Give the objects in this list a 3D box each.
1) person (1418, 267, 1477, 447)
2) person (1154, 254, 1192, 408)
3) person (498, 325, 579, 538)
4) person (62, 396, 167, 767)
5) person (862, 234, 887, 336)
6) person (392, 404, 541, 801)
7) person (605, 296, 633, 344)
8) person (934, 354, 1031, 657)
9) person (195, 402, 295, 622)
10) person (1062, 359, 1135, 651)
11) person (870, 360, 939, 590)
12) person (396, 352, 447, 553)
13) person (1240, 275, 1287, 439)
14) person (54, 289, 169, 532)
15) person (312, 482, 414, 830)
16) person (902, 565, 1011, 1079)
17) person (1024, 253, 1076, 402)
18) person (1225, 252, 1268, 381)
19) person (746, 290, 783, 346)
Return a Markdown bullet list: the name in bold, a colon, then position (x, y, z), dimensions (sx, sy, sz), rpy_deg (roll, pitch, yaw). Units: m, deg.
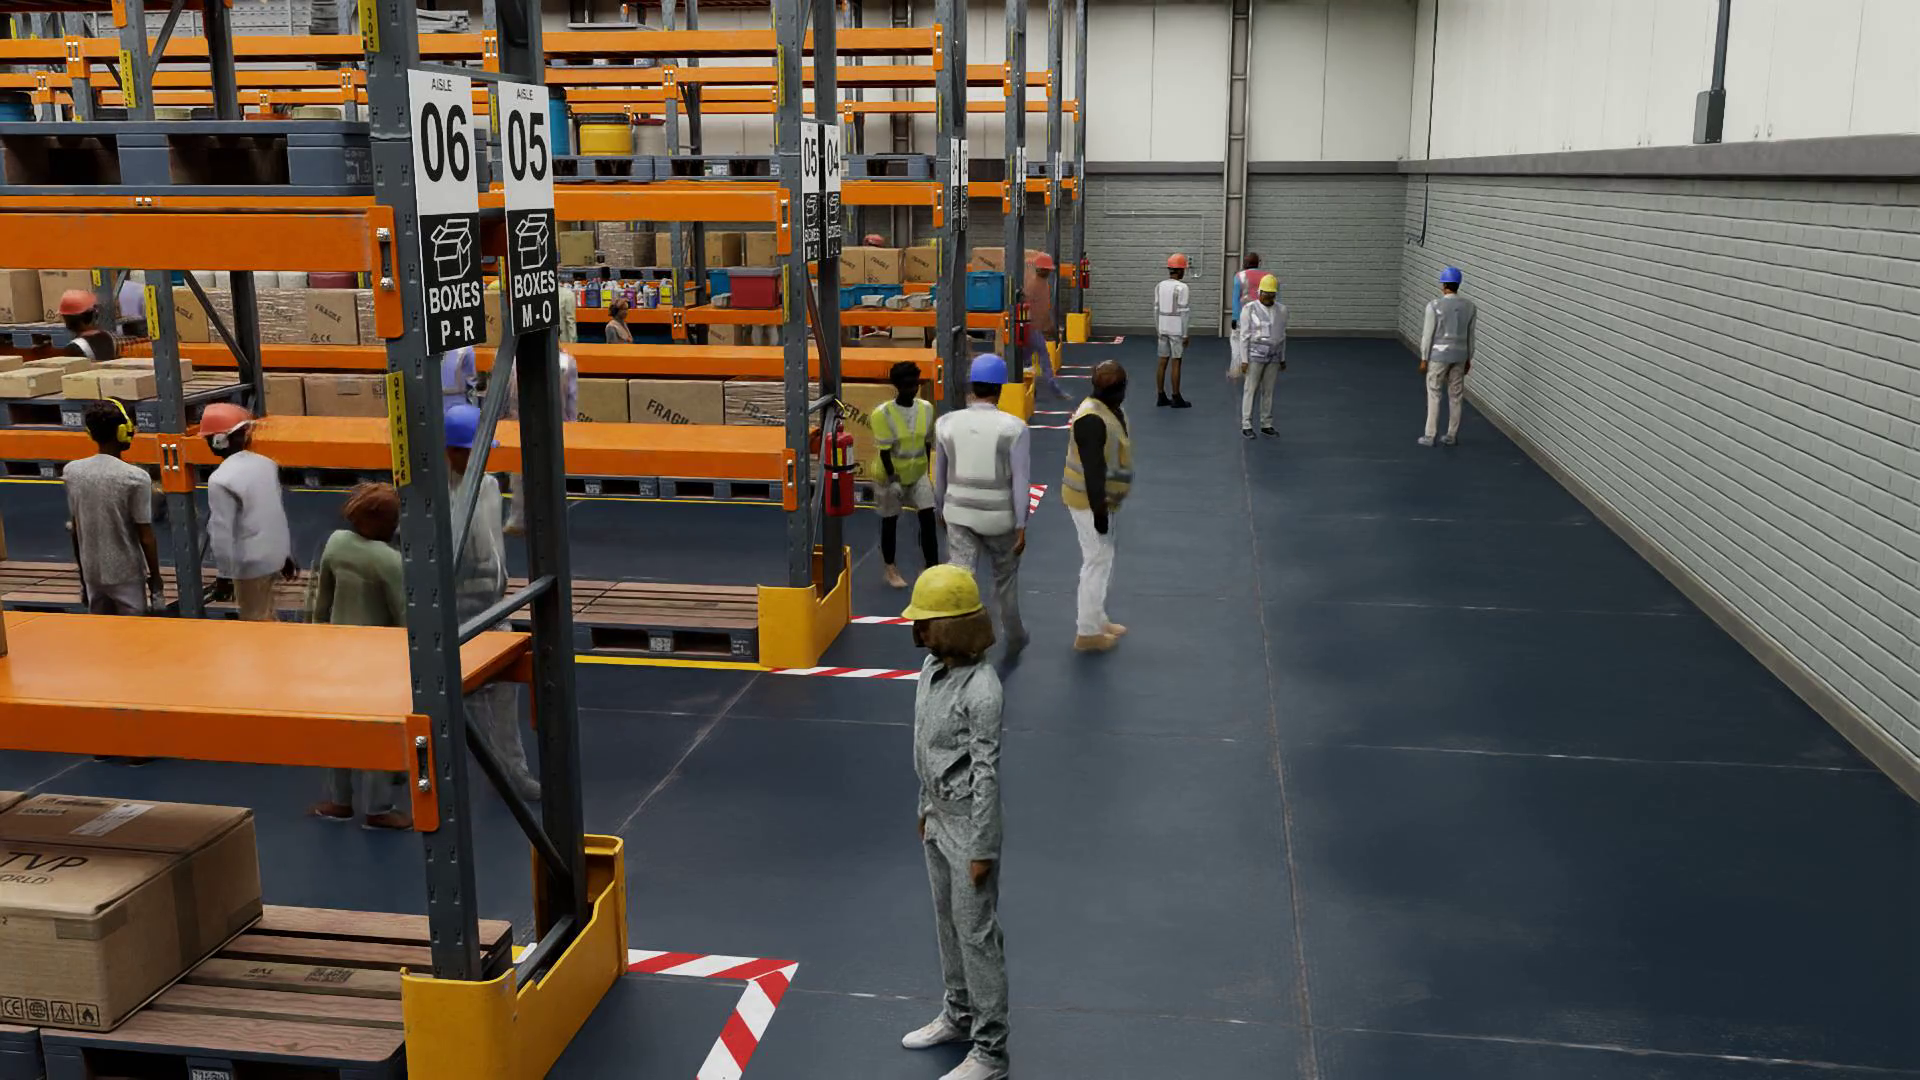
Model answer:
- **person**: position (5.286, -1.979, 18.050), dimensions (0.615, 1.944, 0.409), rpy_deg (-3, 13, -14)
- **person**: position (2.704, -2.639, 21.040), dimensions (0.385, 1.928, 0.547), rpy_deg (-9, 16, -37)
- **person**: position (-3.457, -0.882, 13.421), dimensions (0.775, 1.815, 0.432), rpy_deg (-3, 13, -12)
- **person**: position (-4.209, 0.214, 8.335), dimensions (0.498, 1.861, 0.332), rpy_deg (3, 13, 12)
- **person**: position (-1.356, -3.834, 26.328), dimensions (0.634, 1.982, 0.423), rpy_deg (-2, 13, -11)
- **person**: position (-2.390, 0.305, 7.788), dimensions (0.833, 1.919, 0.613), rpy_deg (3, 13, 15)
- **person**: position (-3.657, -1.792, 17.876), dimensions (0.311, 1.639, 0.514), rpy_deg (0, 12, 1)
- **person**: position (0.153, -0.154, 9.877), dimensions (0.630, 1.893, 0.971), rpy_deg (4, 13, 17)
- **person**: position (-3.895, 0.110, 9.084), dimensions (0.424, 1.730, 0.570), rpy_deg (1, 13, 3)
- **person**: position (0.880, -0.238, 10.478), dimensions (0.443, 1.819, 0.661), rpy_deg (4, 13, 17)
- **person**: position (-0.350, -0.420, 11.600), dimensions (0.526, 1.661, 0.745), rpy_deg (-7, 14, -29)
- **person**: position (-4.161, -0.752, 12.814), dimensions (0.532, 1.798, 0.548), rpy_deg (-4, 13, -16)
- **person**: position (3.405, -2.048, 18.599), dimensions (0.592, 1.828, 0.404), rpy_deg (-5, 13, -22)
- **person**: position (-7.030, -1.048, 13.665), dimensions (0.788, 2.020, 0.622), rpy_deg (2, 13, 8)
- **person**: position (-2.716, 0.513, 7.566), dimensions (0.640, 1.597, 0.334), rpy_deg (6, 14, 26)
- **person**: position (-0.029, 0.925, 5.402), dimensions (0.321, 1.737, 0.488), rpy_deg (-5, 14, -23)
- **person**: position (0.980, -2.757, 21.595), dimensions (1.030, 1.931, 0.628), rpy_deg (4, 13, 18)
- **person**: position (4.110, -3.192, 23.800), dimensions (0.656, 1.810, 0.760), rpy_deg (-5, 13, -20)
- **person**: position (-2.777, -3.055, 23.616), dimensions (0.538, 1.628, 0.320), rpy_deg (-5, 14, -23)
